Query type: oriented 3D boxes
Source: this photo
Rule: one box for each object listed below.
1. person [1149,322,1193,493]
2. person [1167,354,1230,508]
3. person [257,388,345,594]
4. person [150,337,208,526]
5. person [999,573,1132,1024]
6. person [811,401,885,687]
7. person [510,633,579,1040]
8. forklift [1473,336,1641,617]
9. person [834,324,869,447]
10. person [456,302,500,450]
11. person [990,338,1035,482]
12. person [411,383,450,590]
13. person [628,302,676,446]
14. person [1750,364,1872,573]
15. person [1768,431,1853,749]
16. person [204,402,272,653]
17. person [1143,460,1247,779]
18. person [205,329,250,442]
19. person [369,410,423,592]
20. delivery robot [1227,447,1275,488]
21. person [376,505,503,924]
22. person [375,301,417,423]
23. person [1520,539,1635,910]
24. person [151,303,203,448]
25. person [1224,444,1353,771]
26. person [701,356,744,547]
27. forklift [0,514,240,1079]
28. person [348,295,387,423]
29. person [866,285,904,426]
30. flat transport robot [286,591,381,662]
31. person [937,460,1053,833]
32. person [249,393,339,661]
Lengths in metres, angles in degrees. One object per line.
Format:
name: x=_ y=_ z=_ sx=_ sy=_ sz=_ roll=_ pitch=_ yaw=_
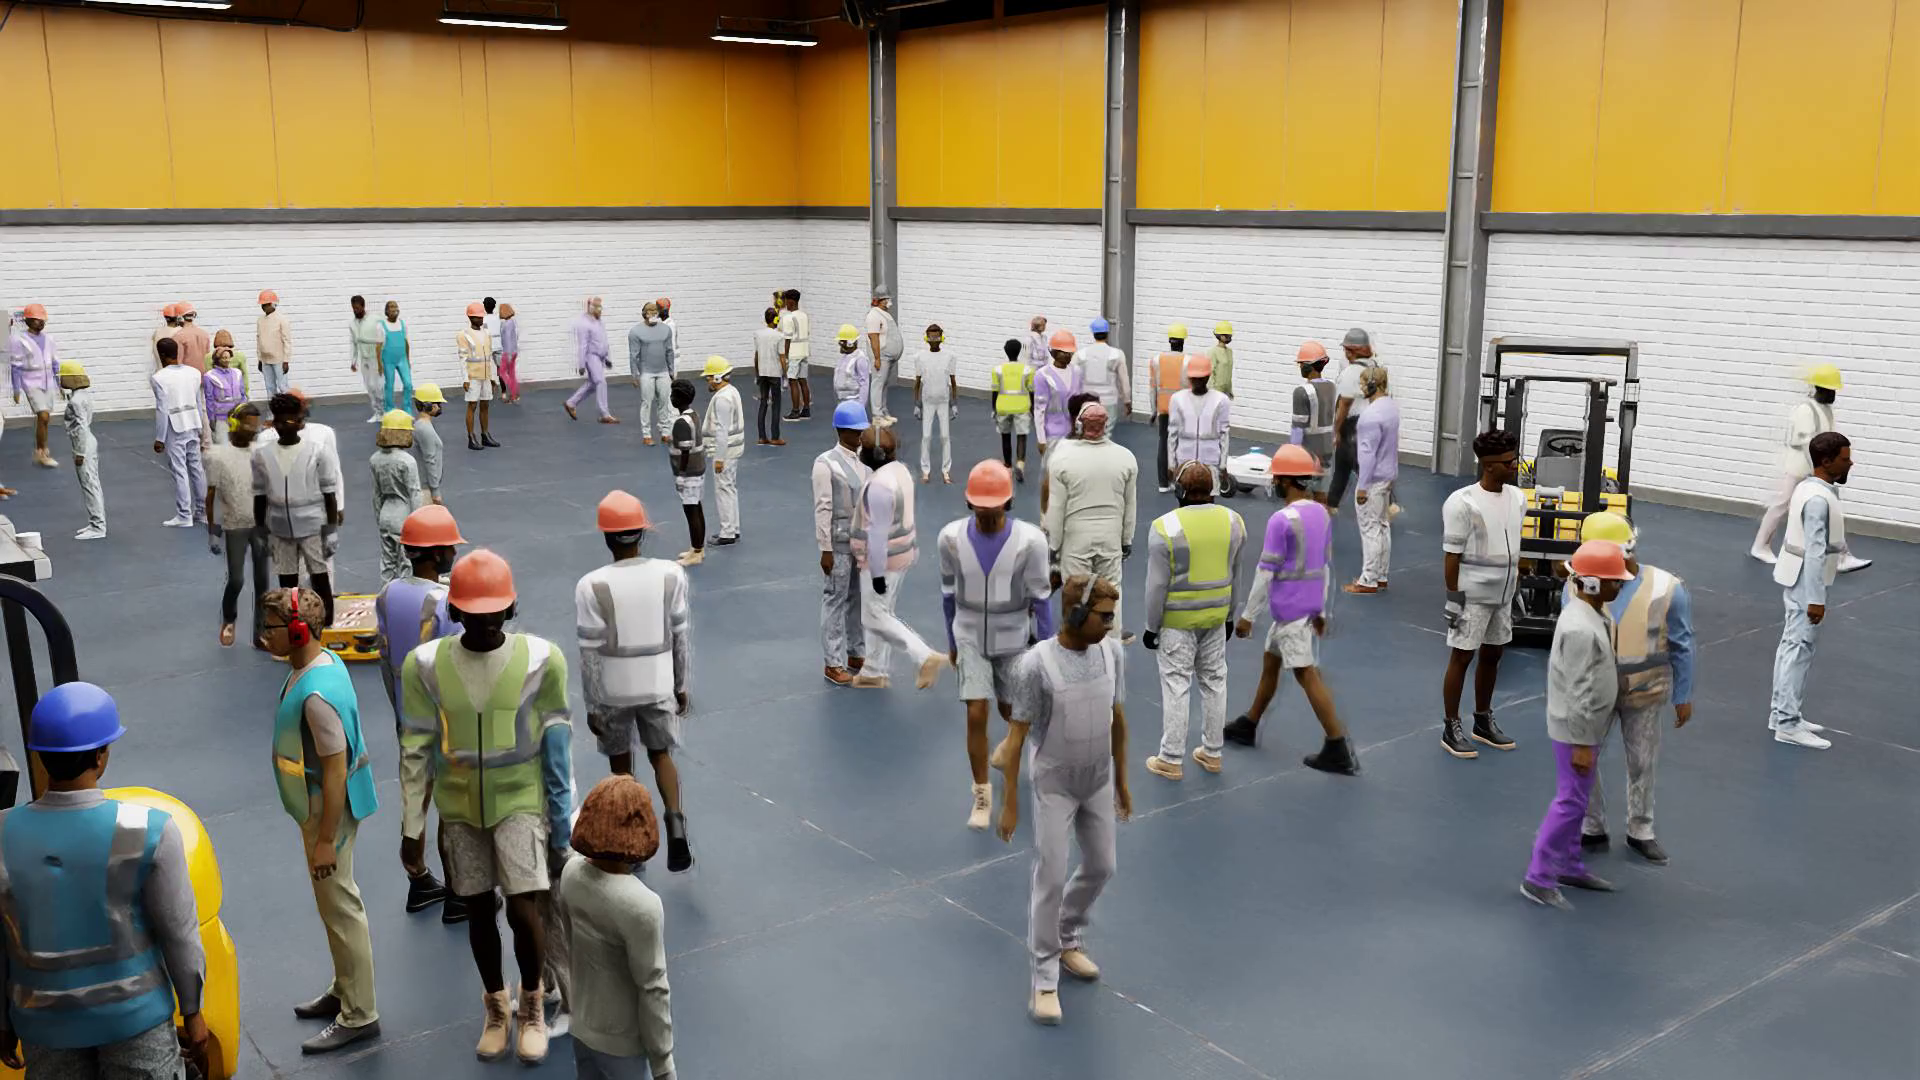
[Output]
person: x=2.405 y=-1.465 z=18.593 sx=0.590 sy=1.927 sz=0.377 roll=6 pitch=13 yaw=27
person: x=2.134 y=-0.703 z=14.955 sx=0.568 sy=1.923 sz=0.502 roll=2 pitch=12 yaw=11
person: x=-5.089 y=-0.251 z=12.876 sx=0.592 sy=1.866 sz=0.415 roll=-3 pitch=12 yaw=-15
person: x=-7.875 y=-1.087 z=16.796 sx=0.391 sy=1.913 sz=0.588 roll=4 pitch=12 yaw=18
person: x=0.418 y=1.024 z=6.817 sx=0.647 sy=1.823 sz=0.447 roll=-6 pitch=13 yaw=-28
person: x=-0.758 y=0.014 z=11.394 sx=0.388 sy=1.947 sz=0.611 roll=8 pitch=14 yaw=34
person: x=-1.677 y=1.162 z=6.623 sx=0.313 sy=1.631 sz=0.525 roll=-10 pitch=15 yaw=-39
forklift: x=4.683 y=-0.471 z=13.136 sx=1.214 sy=2.155 sz=2.313 roll=4 pitch=12 yaw=20
person: x=-1.280 y=-1.621 z=19.576 sx=0.404 sy=1.828 sz=0.592 roll=-6 pitch=13 yaw=-27
person: x=-6.340 y=-2.163 z=21.932 sx=0.357 sy=1.938 sz=0.545 roll=7 pitch=14 yaw=30
person: x=0.619 y=-1.530 z=19.515 sx=0.542 sy=1.668 sz=0.687 roll=1 pitch=12 yaw=6
person: x=-4.478 y=-0.448 z=14.090 sx=0.342 sy=1.762 sz=0.525 roll=-5 pitch=13 yaw=-21
person: x=-4.106 y=-2.218 z=22.233 sx=0.641 sy=1.927 sz=0.386 roll=-8 pitch=14 yaw=-35
person: x=7.582 y=-0.638 z=14.775 sx=0.589 sy=1.853 sz=1.063 roll=-8 pitch=14 yaw=-35
person: x=5.171 y=0.288 z=10.142 sx=0.390 sy=1.920 sz=0.587 roll=5 pitch=13 yaw=21
person: x=-5.218 y=-0.090 z=12.152 sx=0.520 sy=1.850 sz=0.446 roll=-11 pitch=16 yaw=-42
person: x=1.313 y=0.454 z=9.527 sx=0.624 sy=1.844 sz=0.429 roll=-5 pitch=13 yaw=-24
person: x=-9.358 y=-1.872 z=21.279 sx=0.511 sy=1.631 sz=0.304 roll=-5 pitch=13 yaw=-24
person: x=-4.188 y=-0.111 z=12.506 sx=0.483 sy=1.740 sz=0.308 roll=7 pitch=14 yaw=31
delivery robot: x=3.257 y=-0.781 z=18.375 sx=0.707 sy=0.478 sz=0.477 roll=10 pitch=16 yaw=39
person: x=-2.396 y=0.795 z=7.652 sx=0.553 sy=1.934 sz=0.364 roll=8 pitch=14 yaw=33
person: x=-8.262 y=-2.591 z=24.338 sx=0.539 sy=1.801 sz=0.696 roll=-11 pitch=16 yaw=-41
person: x=2.936 y=0.855 z=7.823 sx=0.335 sy=1.757 sz=0.568 roll=5 pitch=13 yaw=24
person: x=-10.430 y=-2.208 z=22.252 sx=0.568 sy=1.890 sz=0.933 roll=4 pitch=12 yaw=19
person: x=1.935 y=0.387 z=9.753 sx=0.986 sy=1.892 sz=0.564 roll=9 pitch=15 yaw=37
person: x=-2.259 y=-0.846 z=15.867 sx=0.403 sy=1.819 sz=0.602 roll=0 pitch=12 yaw=-1
forklift: x=-3.687 y=1.115 z=5.480 sx=2.313 sy=2.155 sz=1.214 roll=-9 pitch=15 yaw=-36
person: x=-8.688 y=-2.661 z=24.455 sx=0.624 sy=1.884 sz=0.472 roll=6 pitch=13 yaw=27
person: x=-1.087 y=-2.694 z=24.244 sx=0.536 sy=2.000 sz=0.677 roll=2 pitch=12 yaw=11
flat transport robot: x=-4.531 y=0.630 z=12.488 sx=0.652 sy=0.197 sz=1.431 roll=-1 pitch=12 yaw=-6
person: x=0.215 y=0.497 z=9.010 sx=0.623 sy=1.990 sz=0.914 roll=2 pitch=12 yaw=11
person: x=-4.739 y=-0.079 z=11.865 sx=0.631 sy=1.959 sz=0.395 roll=-1 pitch=12 yaw=-3
